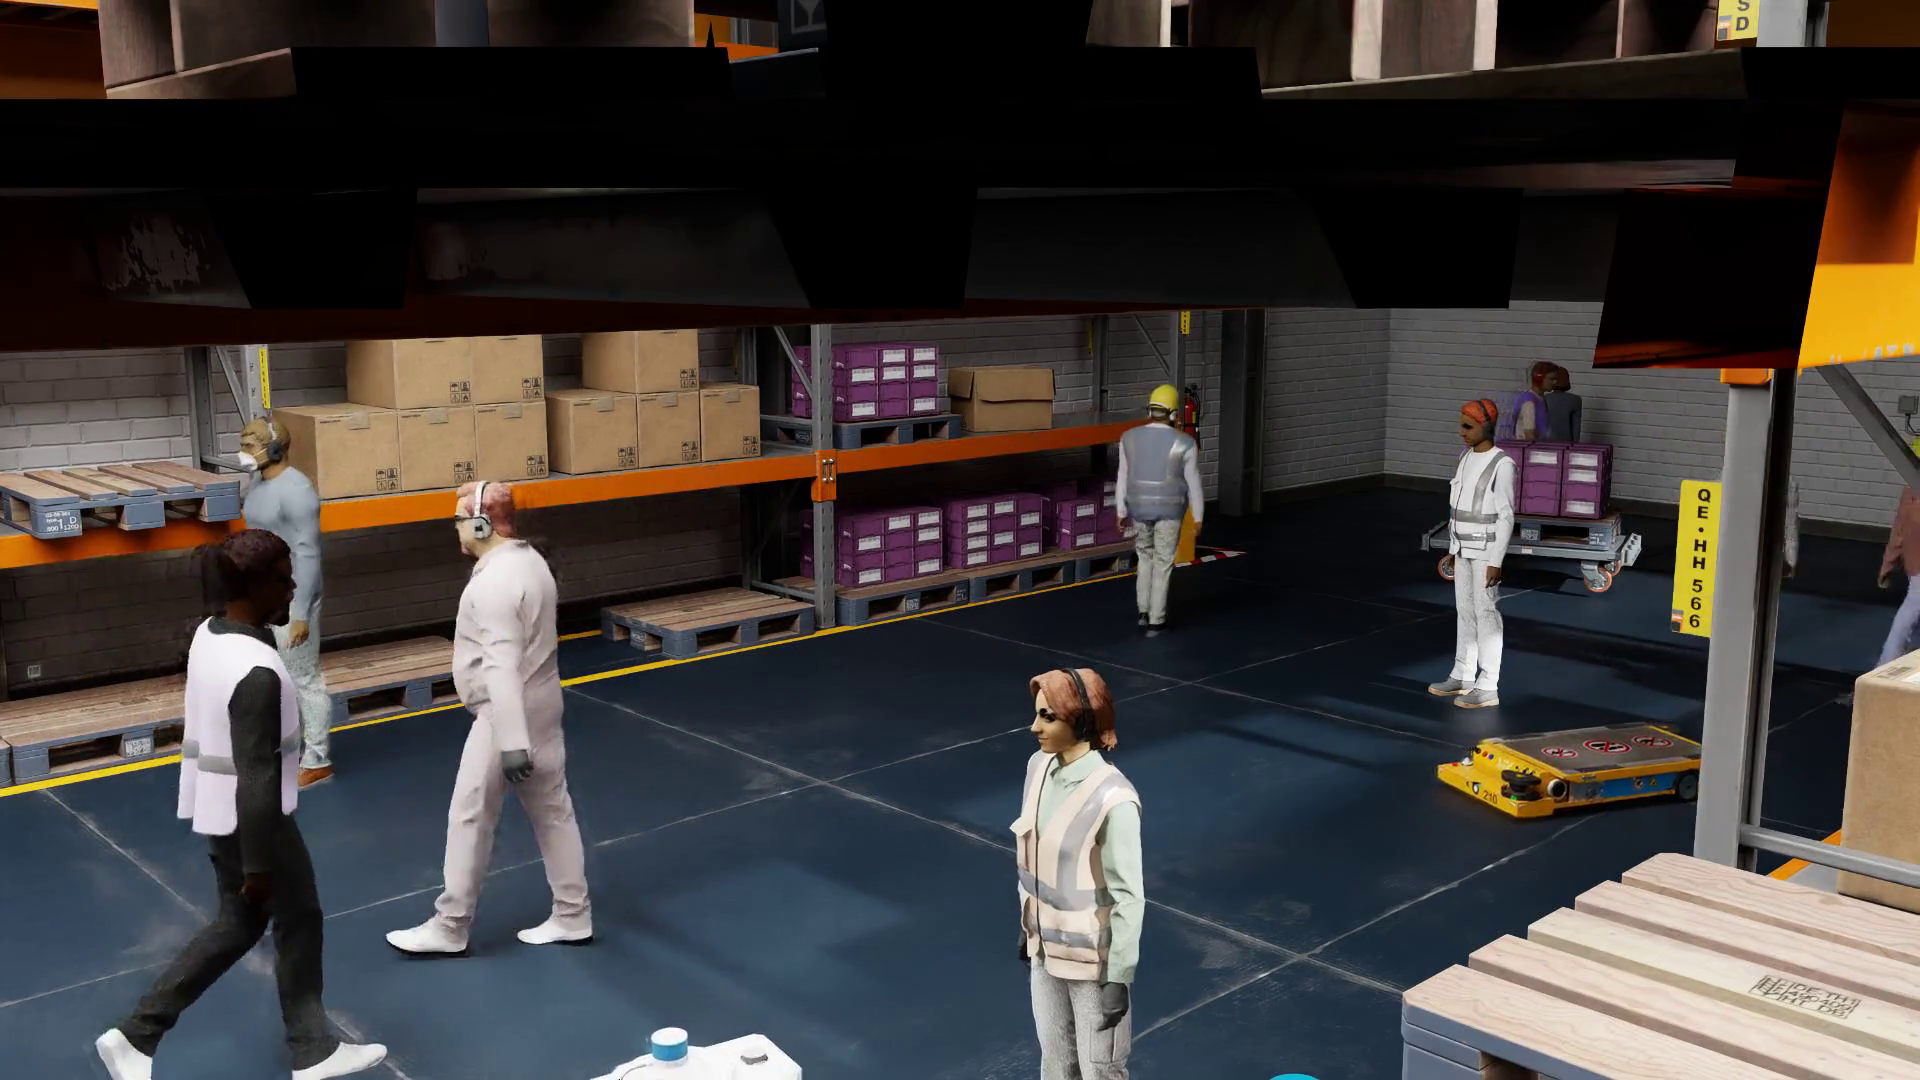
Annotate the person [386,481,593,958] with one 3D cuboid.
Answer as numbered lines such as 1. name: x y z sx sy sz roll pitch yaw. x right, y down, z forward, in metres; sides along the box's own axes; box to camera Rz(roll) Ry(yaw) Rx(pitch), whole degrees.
1. person: -1.871 0.701 6.509 0.879 1.868 0.686 0 10 3

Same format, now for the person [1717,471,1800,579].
1. person: 5.037 0.091 10.563 0.528 1.704 0.625 9 13 43

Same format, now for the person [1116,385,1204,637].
1. person: 1.487 -0.221 12.086 0.631 1.814 0.606 5 11 26

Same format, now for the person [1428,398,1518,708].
1. person: 3.148 0.077 10.141 0.355 1.887 0.573 -2 10 -12

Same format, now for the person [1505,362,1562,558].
1. person: 5.218 -0.692 14.897 0.965 1.793 0.572 5 11 29

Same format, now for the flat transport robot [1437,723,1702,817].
1. flat transport robot: 3.251 1.159 8.526 1.431 0.197 0.652 -3 10 -19

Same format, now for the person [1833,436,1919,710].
1. person: 5.809 0.197 9.975 0.939 1.708 0.544 1 10 6

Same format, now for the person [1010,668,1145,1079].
1. person: 0.318 1.149 4.588 0.310 1.638 0.523 -5 11 -28

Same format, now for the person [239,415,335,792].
1. person: -3.463 0.323 8.546 0.365 1.938 0.632 -9 13 -44

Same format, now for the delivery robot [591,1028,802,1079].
1. delivery robot: -0.815 1.625 4.698 0.707 0.478 0.477 -6 11 -32

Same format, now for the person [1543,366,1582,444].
1. person: 6.006 -0.933 16.791 0.500 1.633 0.283 -1 10 -6

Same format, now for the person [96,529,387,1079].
1. person: -2.323 0.899 5.312 0.784 1.897 0.604 -8 13 -40
